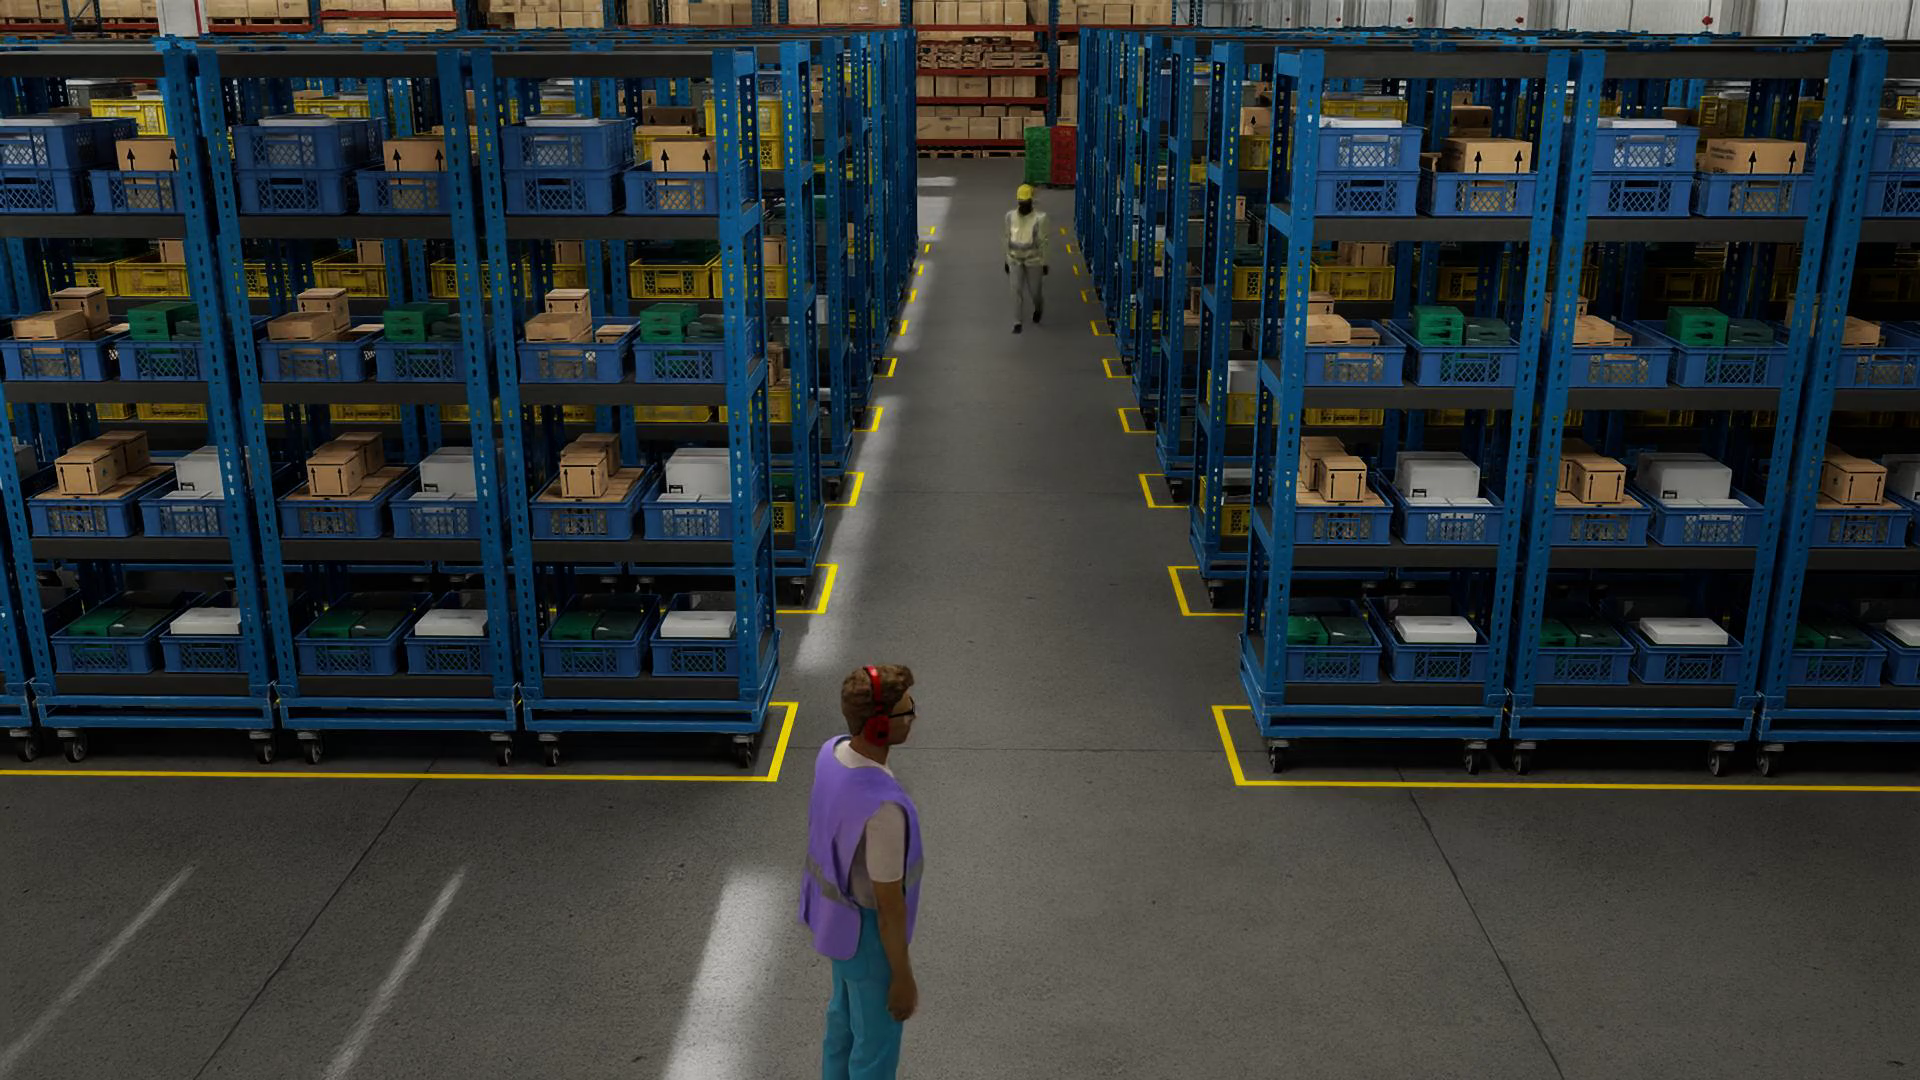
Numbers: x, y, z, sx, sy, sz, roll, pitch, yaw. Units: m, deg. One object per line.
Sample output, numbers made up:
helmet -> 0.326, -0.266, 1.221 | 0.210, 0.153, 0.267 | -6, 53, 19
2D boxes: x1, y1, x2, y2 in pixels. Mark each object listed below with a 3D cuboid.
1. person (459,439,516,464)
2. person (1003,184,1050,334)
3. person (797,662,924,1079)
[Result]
person -> -3.454, -0.893, 12.041 | 1.047, 1.941, 0.639 | -2, 18, -6
person -> 0.828, -3.472, 20.456 | 0.595, 1.818, 0.588 | 6, 18, 17
person -> -0.304, 1.266, 5.300 | 0.396, 1.847, 0.565 | -7, 19, -21
